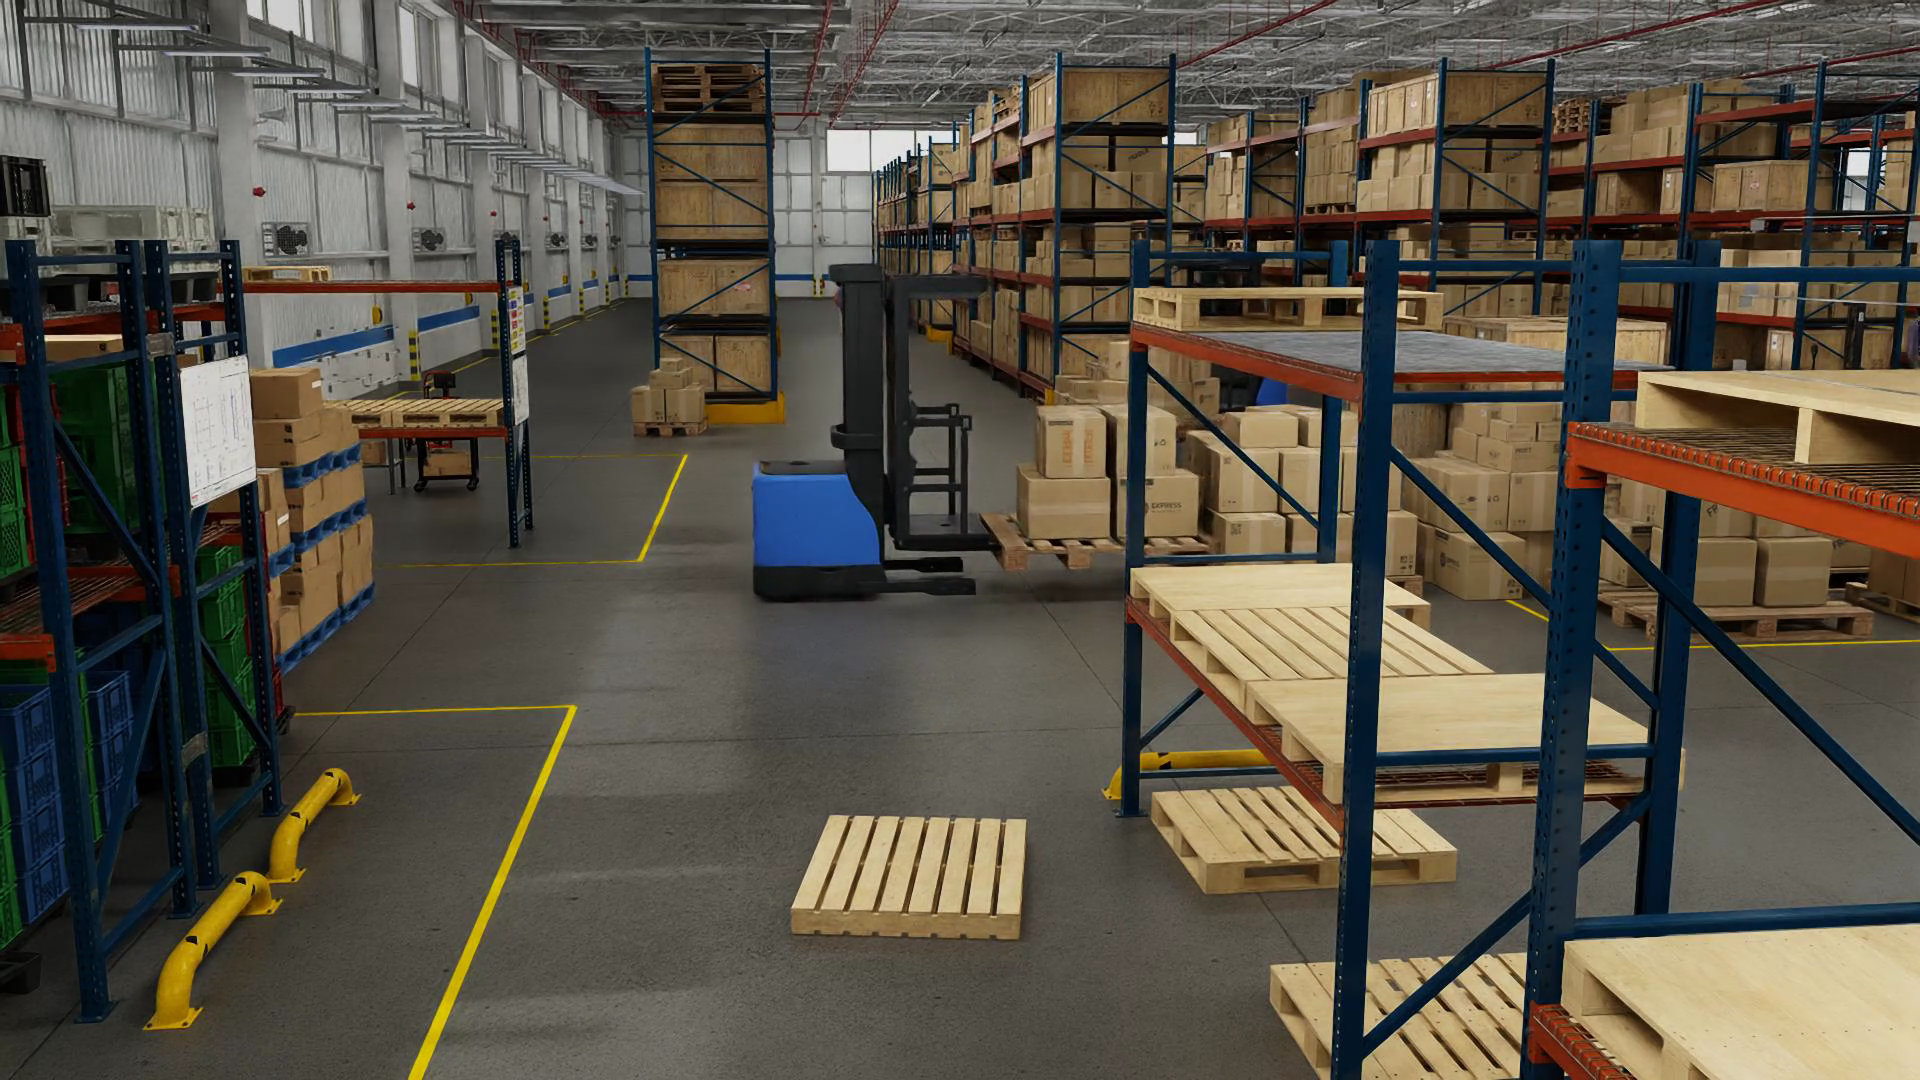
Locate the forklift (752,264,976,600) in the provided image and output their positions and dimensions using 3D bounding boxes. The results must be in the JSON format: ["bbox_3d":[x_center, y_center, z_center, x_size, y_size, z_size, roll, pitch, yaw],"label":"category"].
[{"bbox_3d":[-0.858,-0.968,14.295,1.873,2.768,1.129,-1,10,-6],"label":"forklift"}]

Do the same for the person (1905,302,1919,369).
[{"bbox_3d":[17.648,-3.395,30.422,0.660,1.917,0.647,2,10,11],"label":"person"}]

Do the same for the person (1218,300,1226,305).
[{"bbox_3d":[9.567,-8.796,60.793,0.390,1.754,0.547,9,14,41],"label":"person"}]

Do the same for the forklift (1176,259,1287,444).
[{"bbox_3d":[3.996,-2.831,24.617,1.129,2.768,1.873,8,13,38],"label":"forklift"}]

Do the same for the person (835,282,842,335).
[{"bbox_3d":[-3.819,-7.520,53.524,0.429,1.835,0.634,-3,11,-15],"label":"person"}]

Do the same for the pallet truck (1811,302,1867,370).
[{"bbox_3d":[15.846,-3.142,28.793,1.885,1.965,0.823,2,10,12],"label":"pallet truck"}]
